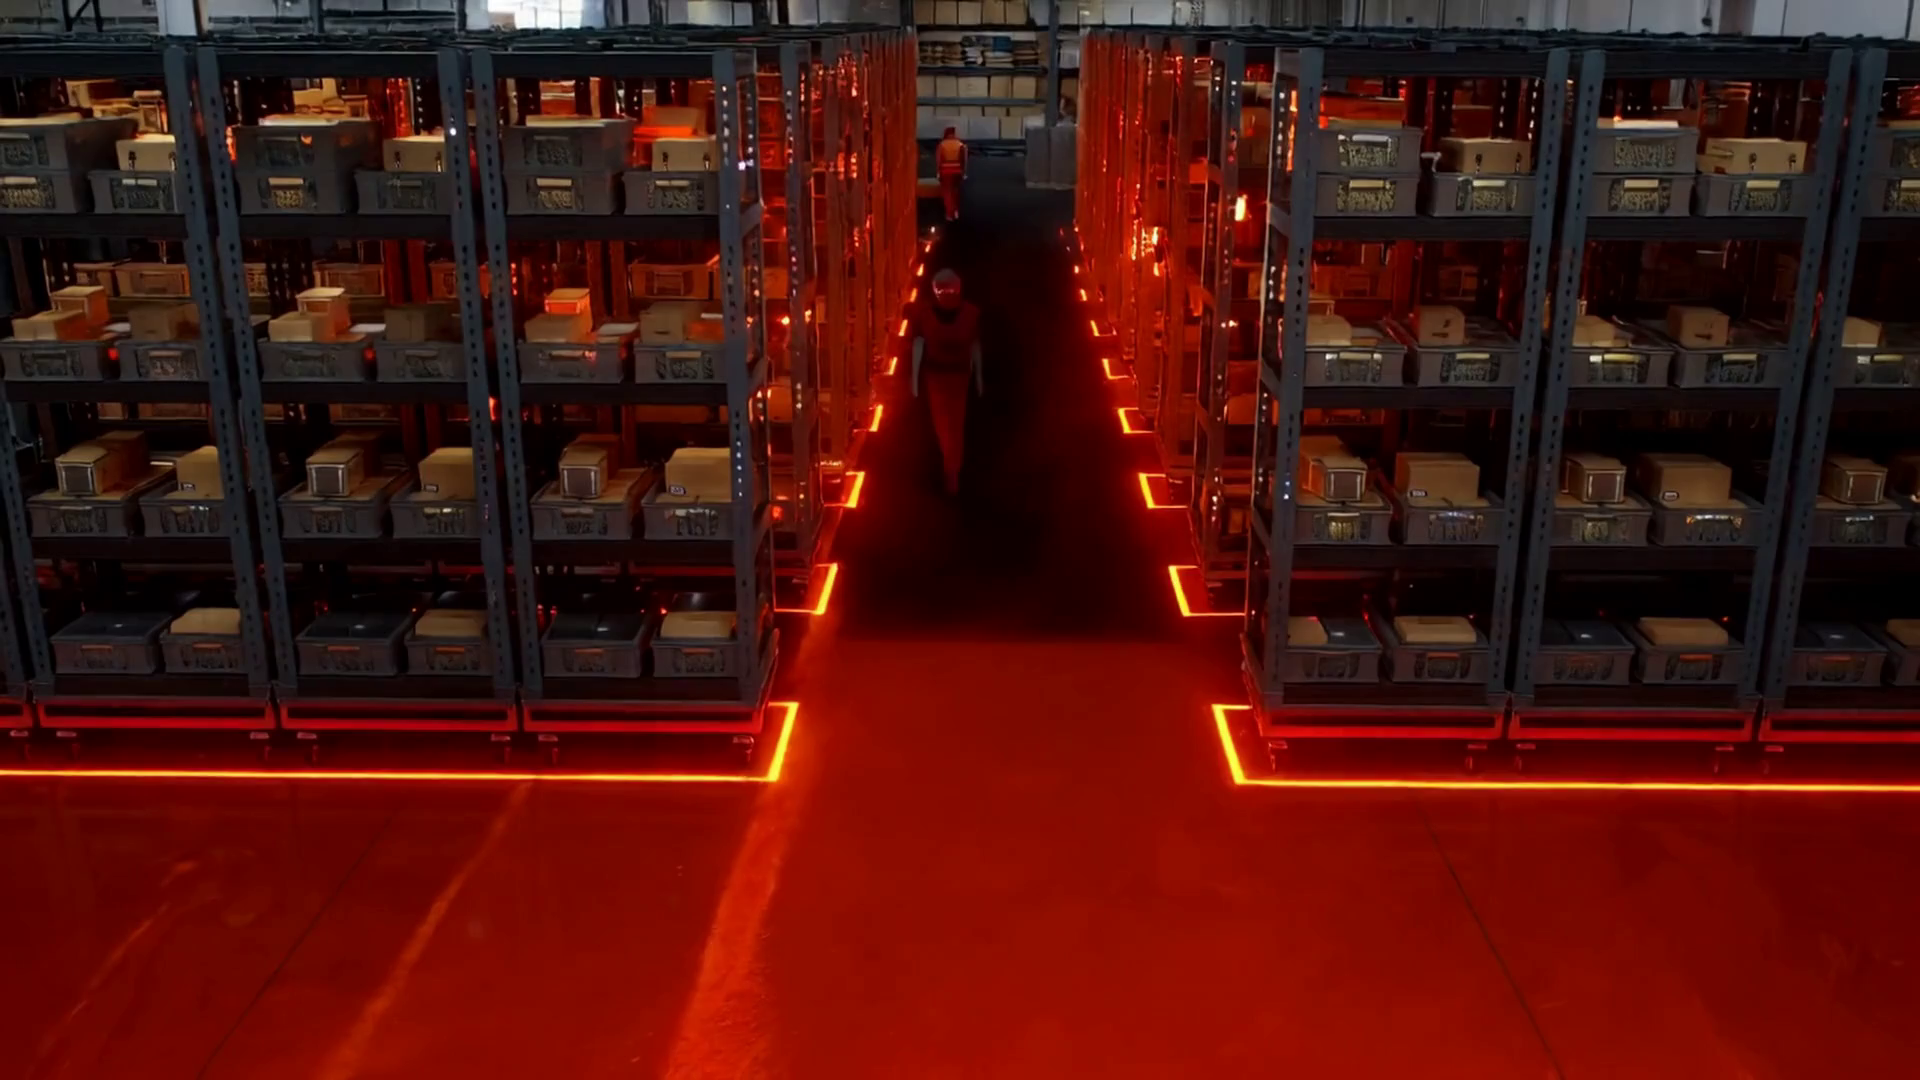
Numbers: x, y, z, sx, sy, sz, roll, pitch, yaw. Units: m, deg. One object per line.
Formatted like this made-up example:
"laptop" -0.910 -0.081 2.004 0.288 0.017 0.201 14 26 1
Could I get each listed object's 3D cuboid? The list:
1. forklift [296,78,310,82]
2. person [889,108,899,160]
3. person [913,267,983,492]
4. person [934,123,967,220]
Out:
"forklift" -16.751 -11.118 43.071 1.873 2.768 1.129 0 17 1
"person" -1.888 -11.247 44.989 0.747 1.970 0.617 0 17 0
"person" -0.089 -1.374 13.784 0.577 1.818 0.848 4 18 11
"person" -0.195 -7.097 32.020 0.621 1.801 0.821 -1 17 -4
